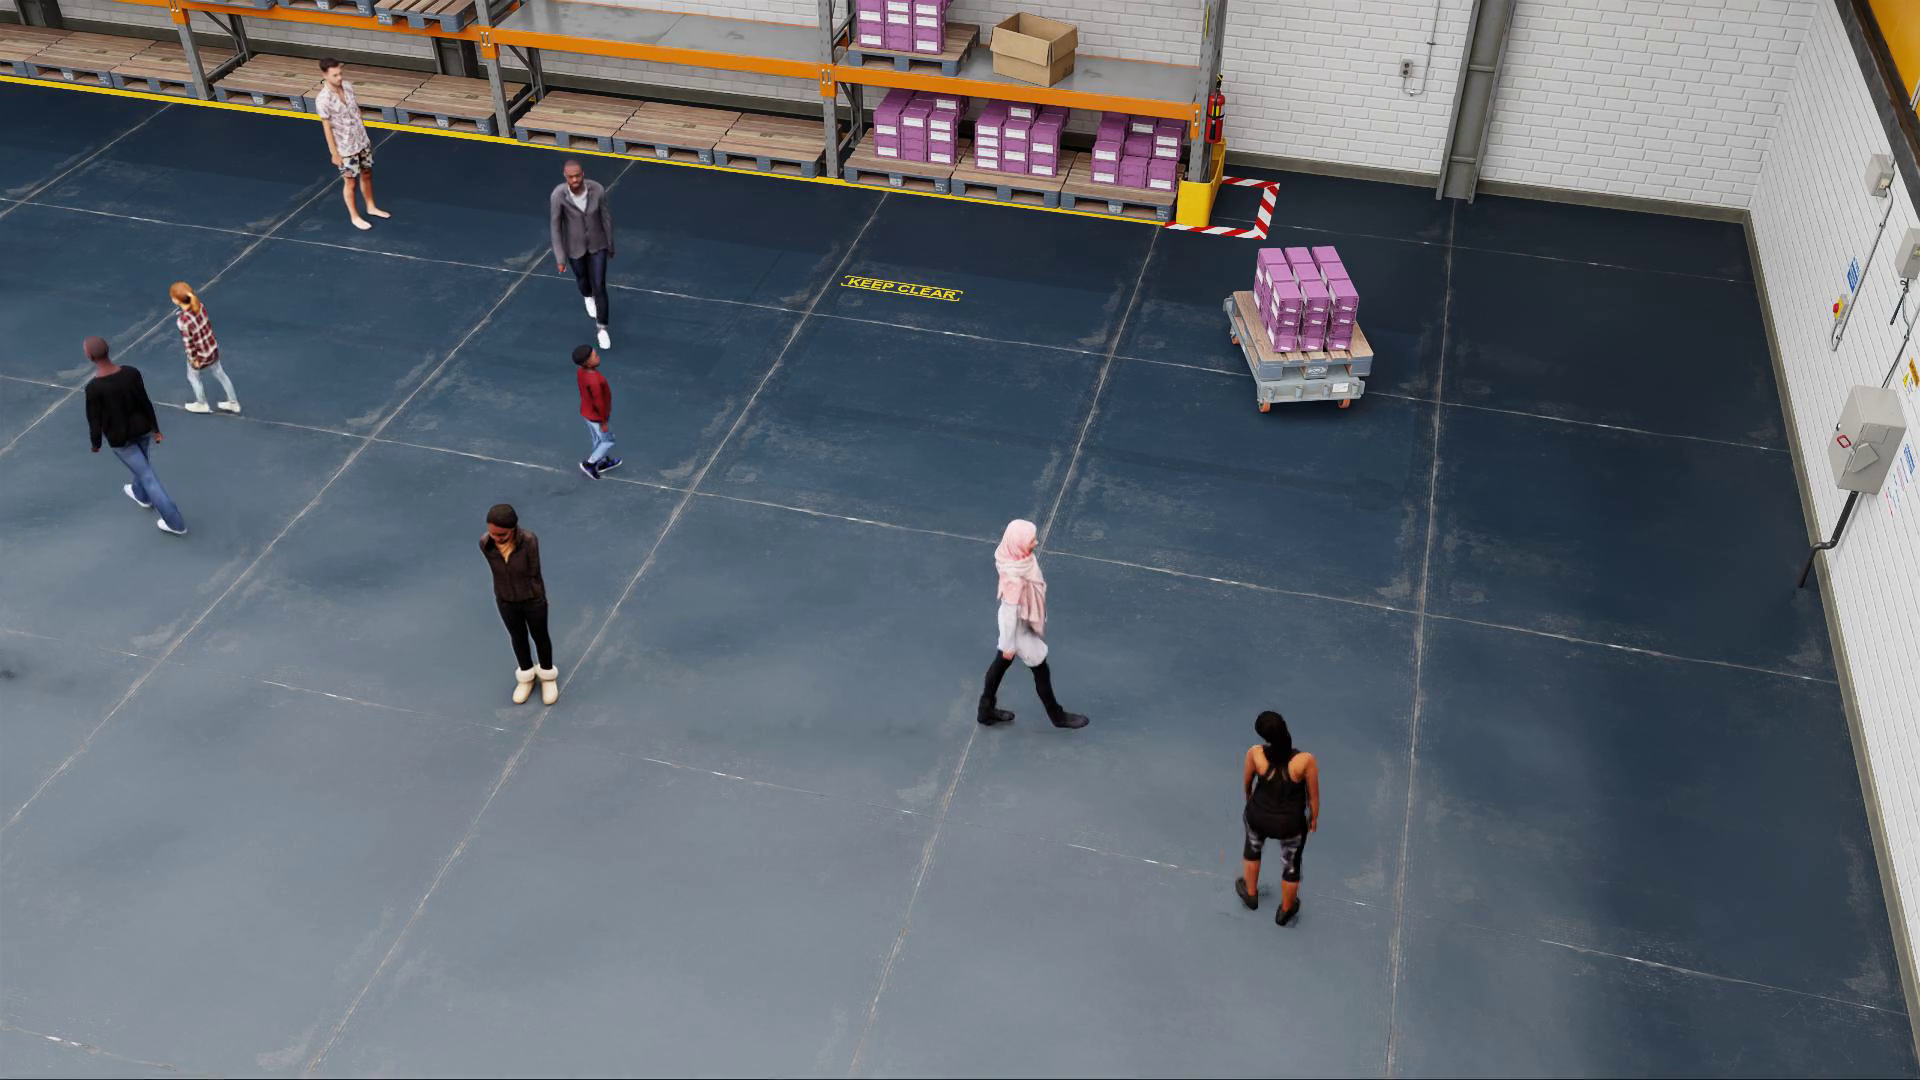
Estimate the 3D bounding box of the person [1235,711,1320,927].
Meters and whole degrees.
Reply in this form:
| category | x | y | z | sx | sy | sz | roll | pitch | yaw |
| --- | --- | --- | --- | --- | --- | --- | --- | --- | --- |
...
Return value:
| category | x | y | z | sx | sy | sz | roll | pitch | yaw |
| --- | --- | --- | --- | --- | --- | --- | --- | --- | --- |
| person | 1.882 | 1.666 | 10.027 | 0.529 | 1.645 | 0.724 | 25 | 45 | 28 |

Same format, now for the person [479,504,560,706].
| category | x | y | z | sx | sy | sz | roll | pitch | yaw |
| --- | --- | --- | --- | --- | --- | --- | --- | --- | --- |
| person | -3.062 | 0.394 | 11.607 | 0.633 | 1.660 | 0.702 | -17 | 41 | -20 |

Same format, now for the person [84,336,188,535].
| category | x | y | z | sx | sy | sz | roll | pitch | yaw |
| --- | --- | --- | --- | --- | --- | --- | --- | --- | --- |
| person | -6.437 | -0.775 | 13.031 | 1.116 | 1.709 | 0.813 | 20 | 43 | 23 |

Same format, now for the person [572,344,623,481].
| category | x | y | z | sx | sy | sz | roll | pitch | yaw |
| --- | --- | --- | --- | --- | --- | --- | --- | --- | --- |
| person | -3.062 | -1.039 | 13.733 | 0.724 | 1.247 | 0.665 | -21 | 43 | -24 |

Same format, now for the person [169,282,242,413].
| category | x | y | z | sx | sy | sz | roll | pitch | yaw |
| --- | --- | --- | --- | --- | --- | --- | --- | --- | --- |
| person | -6.533 | -1.647 | 14.460 | 0.692 | 1.289 | 0.547 | 12 | 40 | 15 |

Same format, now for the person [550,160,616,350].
| category | x | y | z | sx | sy | sz | roll | pitch | yaw |
| --- | --- | --- | --- | --- | --- | --- | --- | --- | --- |
| person | -3.477 | -2.738 | 15.429 | 1.210 | 1.785 | 1.143 | -9 | 39 | -11 |

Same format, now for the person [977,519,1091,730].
| category | x | y | z | sx | sy | sz | roll | pitch | yaw |
| --- | --- | --- | --- | --- | --- | --- | --- | --- | --- |
| person | 0.294 | 0.594 | 11.264 | 1.081 | 1.776 | 0.795 | 1 | 39 | 1 |

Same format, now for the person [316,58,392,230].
| category | x | y | z | sx | sy | sz | roll | pitch | yaw |
| --- | --- | --- | --- | --- | --- | --- | --- | --- | --- |
| person | -6.315 | -4.108 | 17.124 | 0.628 | 1.811 | 0.705 | 16 | 41 | 19 |
